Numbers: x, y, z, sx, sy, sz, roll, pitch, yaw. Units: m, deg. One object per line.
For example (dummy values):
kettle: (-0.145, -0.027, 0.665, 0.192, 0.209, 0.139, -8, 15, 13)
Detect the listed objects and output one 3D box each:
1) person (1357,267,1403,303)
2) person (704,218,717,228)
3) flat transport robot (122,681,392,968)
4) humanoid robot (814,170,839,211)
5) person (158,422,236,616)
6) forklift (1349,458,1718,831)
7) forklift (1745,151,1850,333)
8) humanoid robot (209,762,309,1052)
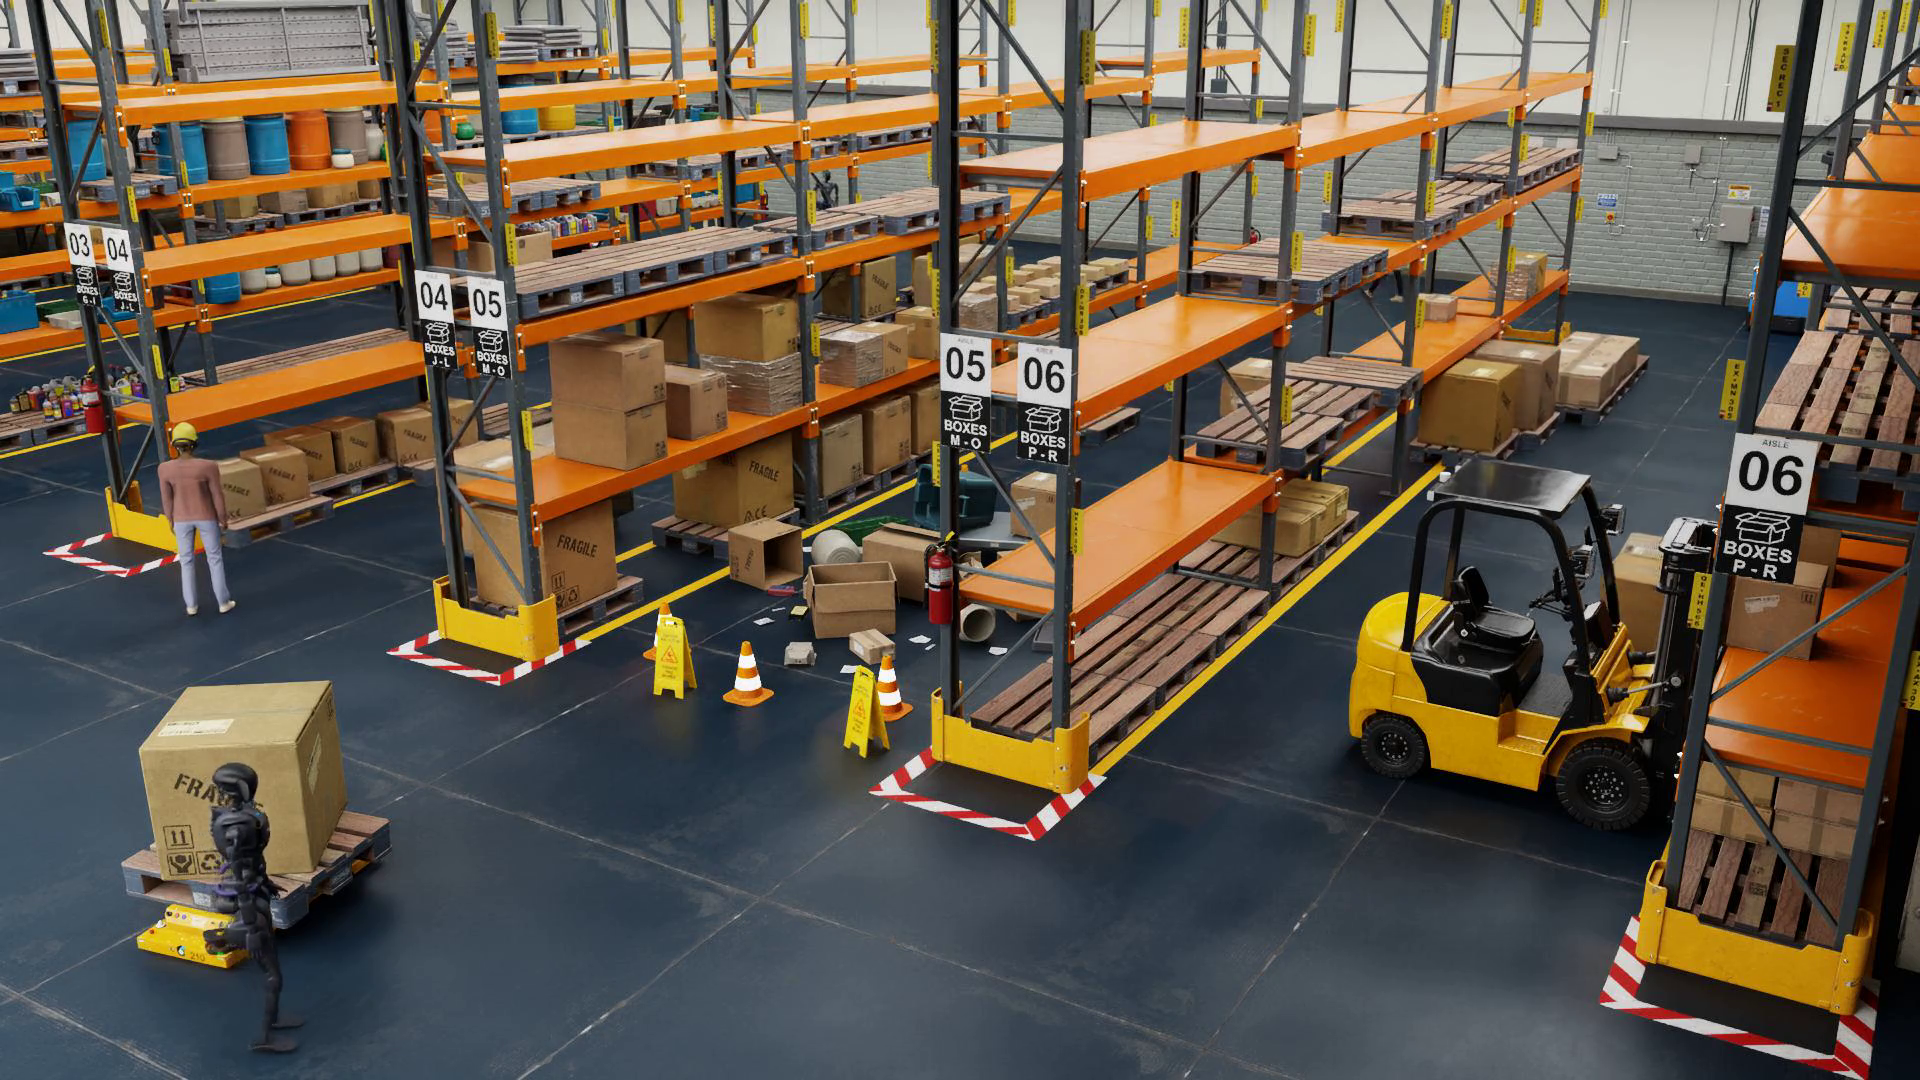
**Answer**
person: (7.353, -4.944, 28.767, 0.833, 1.654, 0.550, 15, 24, 36)
person: (-5.244, -7.061, 34.863, 0.489, 1.688, 0.351, -6, 20, -17)
flat transport robot: (-4.346, 2.161, 10.368, 0.659, 0.231, 1.431, 6, 20, 18)
humanoid robot: (-2.741, -6.751, 34.046, 0.585, 1.622, 0.790, -10, 21, -26)
person: (-6.830, -0.190, 14.887, 0.526, 1.760, 0.346, -4, 19, -12)
forklift: (3.988, 0.658, 11.776, 2.313, 2.155, 1.214, 11, 22, 29)
forklift: (13.620, -4.667, 26.137, 1.873, 2.768, 1.129, 11, 22, 29)
humanoid robot: (-3.744, 1.933, 8.876, 0.375, 1.651, 0.613, -5, 20, -15)
